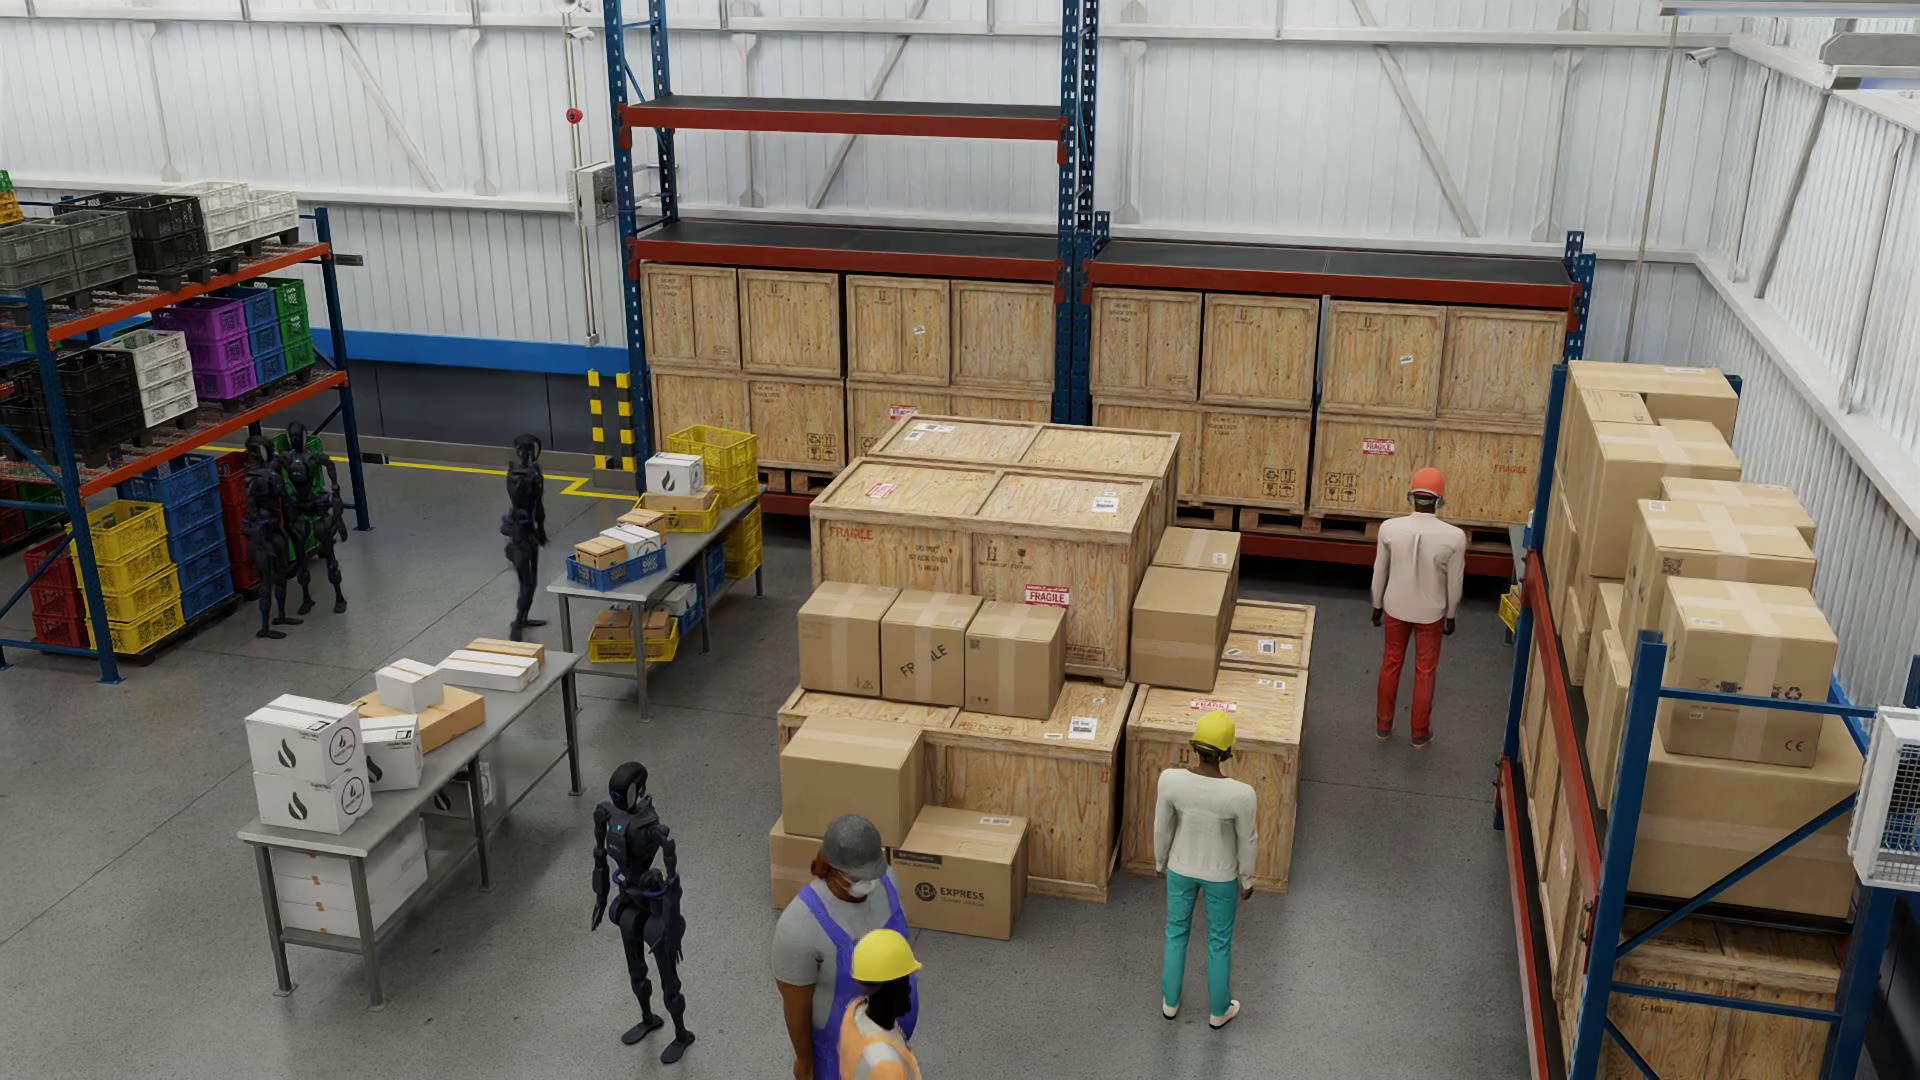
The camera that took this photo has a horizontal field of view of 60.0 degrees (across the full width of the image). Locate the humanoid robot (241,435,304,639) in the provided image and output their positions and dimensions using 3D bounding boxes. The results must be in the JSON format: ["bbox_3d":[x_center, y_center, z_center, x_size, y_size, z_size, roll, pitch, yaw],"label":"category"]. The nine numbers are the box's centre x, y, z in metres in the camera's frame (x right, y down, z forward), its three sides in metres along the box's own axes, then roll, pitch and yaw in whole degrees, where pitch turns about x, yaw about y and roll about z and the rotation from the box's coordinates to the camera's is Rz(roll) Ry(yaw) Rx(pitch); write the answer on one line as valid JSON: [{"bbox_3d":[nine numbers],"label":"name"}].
[{"bbox_3d":[-5.474,-0.041,13.179,0.323,1.651,0.569,2,21,5],"label":"humanoid robot"}]

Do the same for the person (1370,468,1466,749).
[{"bbox_3d":[3.138,0.463,11.454,0.607,1.977,0.430,11,24,27],"label":"person"}]

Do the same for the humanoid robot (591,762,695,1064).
[{"bbox_3d":[-1.584,1.832,8.279,0.578,1.651,0.332,14,25,31],"label":"humanoid robot"}]

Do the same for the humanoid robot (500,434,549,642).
[{"bbox_3d":[-3.450,-0.030,13.155,0.364,1.643,0.636,2,21,4],"label":"humanoid robot"}]

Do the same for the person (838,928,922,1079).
[{"bbox_3d":[-0.294,2.409,6.484,0.573,1.882,0.650,-4,21,-10],"label":"person"}]

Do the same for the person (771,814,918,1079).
[{"bbox_3d":[-0.432,2.073,7.143,0.536,2.000,0.687,17,27,37],"label":"person"}]

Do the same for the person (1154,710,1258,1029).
[{"bbox_3d":[1.256,1.684,8.540,0.533,1.767,0.318,8,22,21],"label":"person"}]

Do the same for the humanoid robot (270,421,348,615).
[{"bbox_3d":[-5.306,-0.180,13.540,0.580,1.652,0.339,-2,21,-5],"label":"humanoid robot"}]
